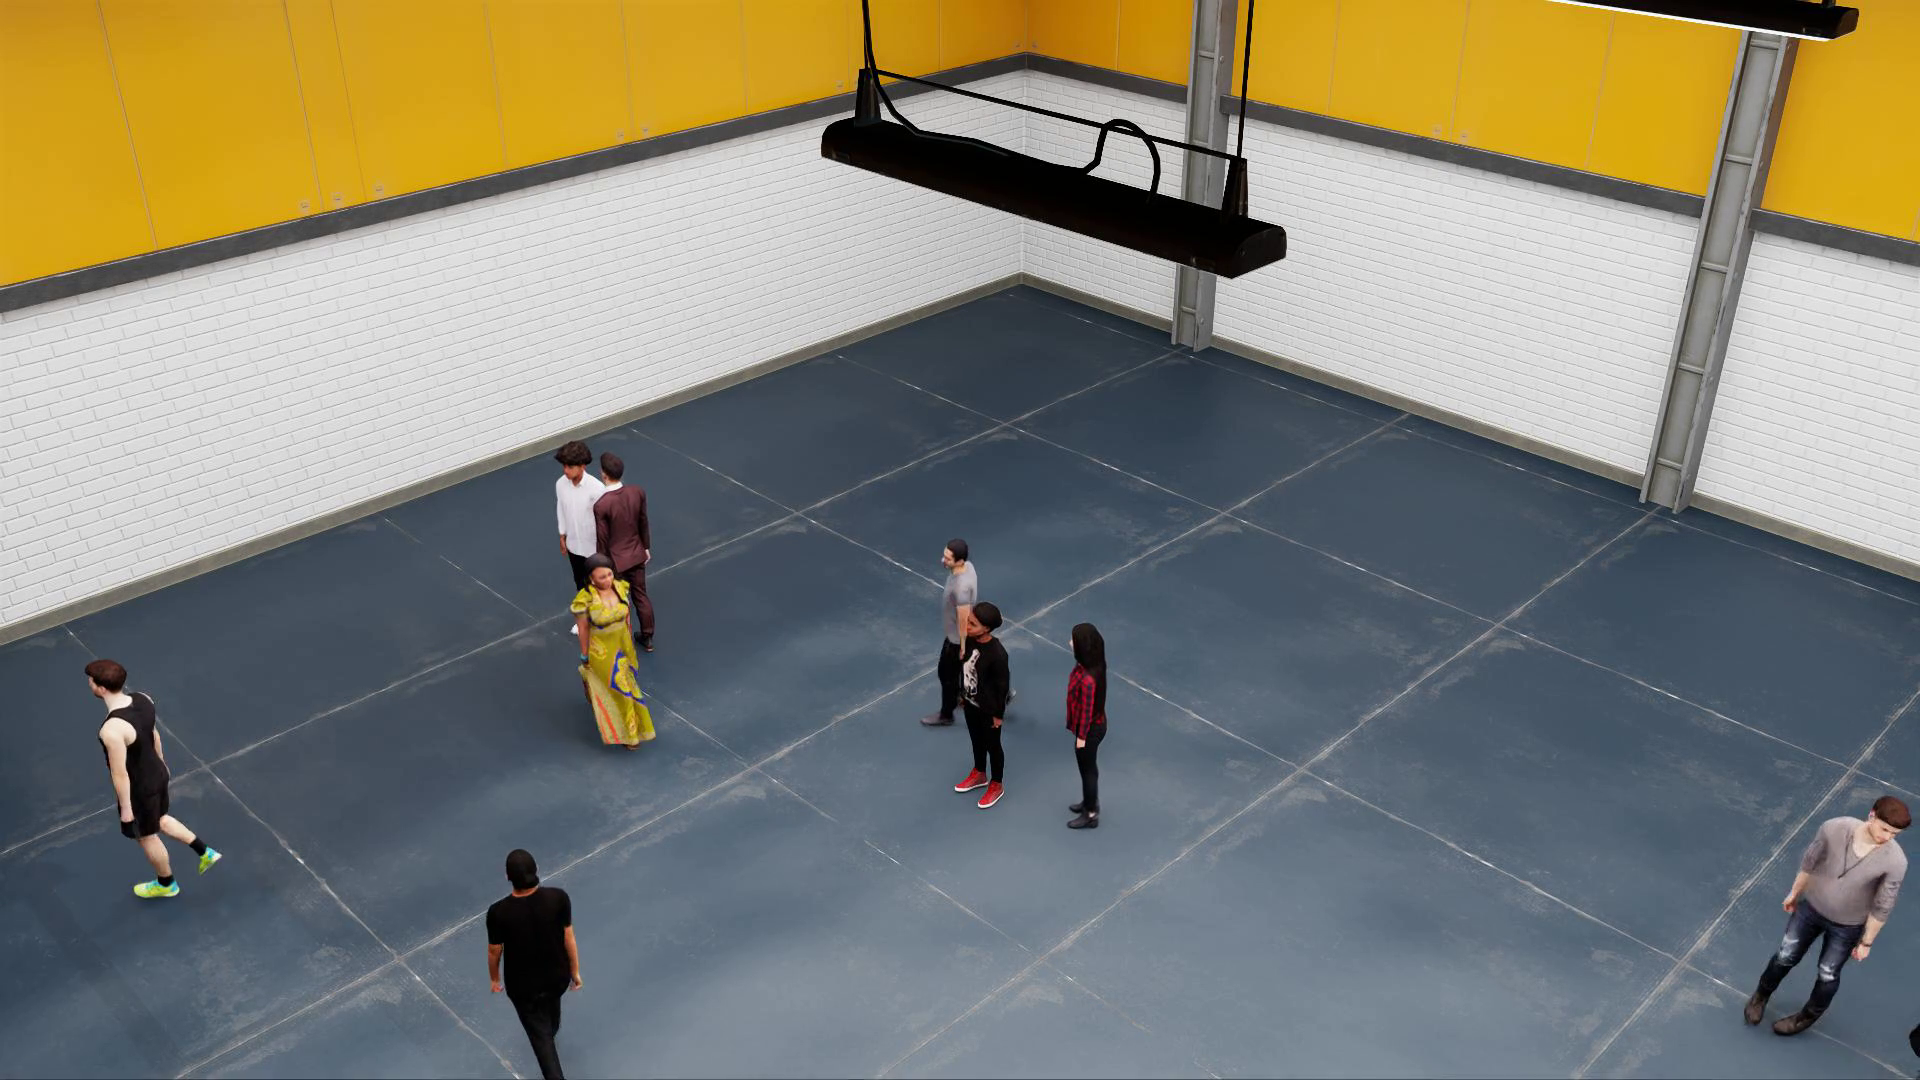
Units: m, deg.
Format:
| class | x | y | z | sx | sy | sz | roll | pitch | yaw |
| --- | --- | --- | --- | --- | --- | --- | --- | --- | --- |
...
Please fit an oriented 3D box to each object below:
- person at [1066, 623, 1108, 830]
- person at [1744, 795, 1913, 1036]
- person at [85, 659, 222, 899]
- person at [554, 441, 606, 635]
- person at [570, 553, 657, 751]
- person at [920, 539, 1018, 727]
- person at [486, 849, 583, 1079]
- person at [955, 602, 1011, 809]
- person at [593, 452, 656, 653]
| class | x | y | z | sx | sy | sz | roll | pitch | yaw |
| --- | --- | --- | --- | --- | --- | --- | --- | --- | --- |
| person | 0.932 | 1.324 | 11.884 | 0.706 | 1.649 | 0.653 | 1 | 29 | 2 |
| person | 5.282 | 2.230 | 9.983 | 0.795 | 1.880 | 0.554 | -17 | 33 | -28 |
| person | -5.383 | 1.623 | 11.096 | 0.998 | 1.879 | 0.945 | -1 | 29 | -2 |
| person | -3.182 | -0.020 | 14.181 | 0.641 | 1.810 | 0.766 | 10 | 30 | 18 |
| person | -2.770 | 0.812 | 12.838 | 1.241 | 1.635 | 0.851 | 22 | 35 | 34 |
| person | 0.088 | 0.734 | 12.885 | 1.117 | 1.726 | 1.051 | 2 | 29 | 3 |
| person | -2.402 | 2.562 | 9.543 | 0.887 | 1.717 | 1.233 | -14 | 32 | -24 |
| person | 0.178 | 1.177 | 12.128 | 0.671 | 1.674 | 0.467 | -22 | 35 | -34 |
| person | -2.804 | 0.142 | 13.826 | 0.583 | 1.864 | 0.695 | 23 | 36 | 36 |
